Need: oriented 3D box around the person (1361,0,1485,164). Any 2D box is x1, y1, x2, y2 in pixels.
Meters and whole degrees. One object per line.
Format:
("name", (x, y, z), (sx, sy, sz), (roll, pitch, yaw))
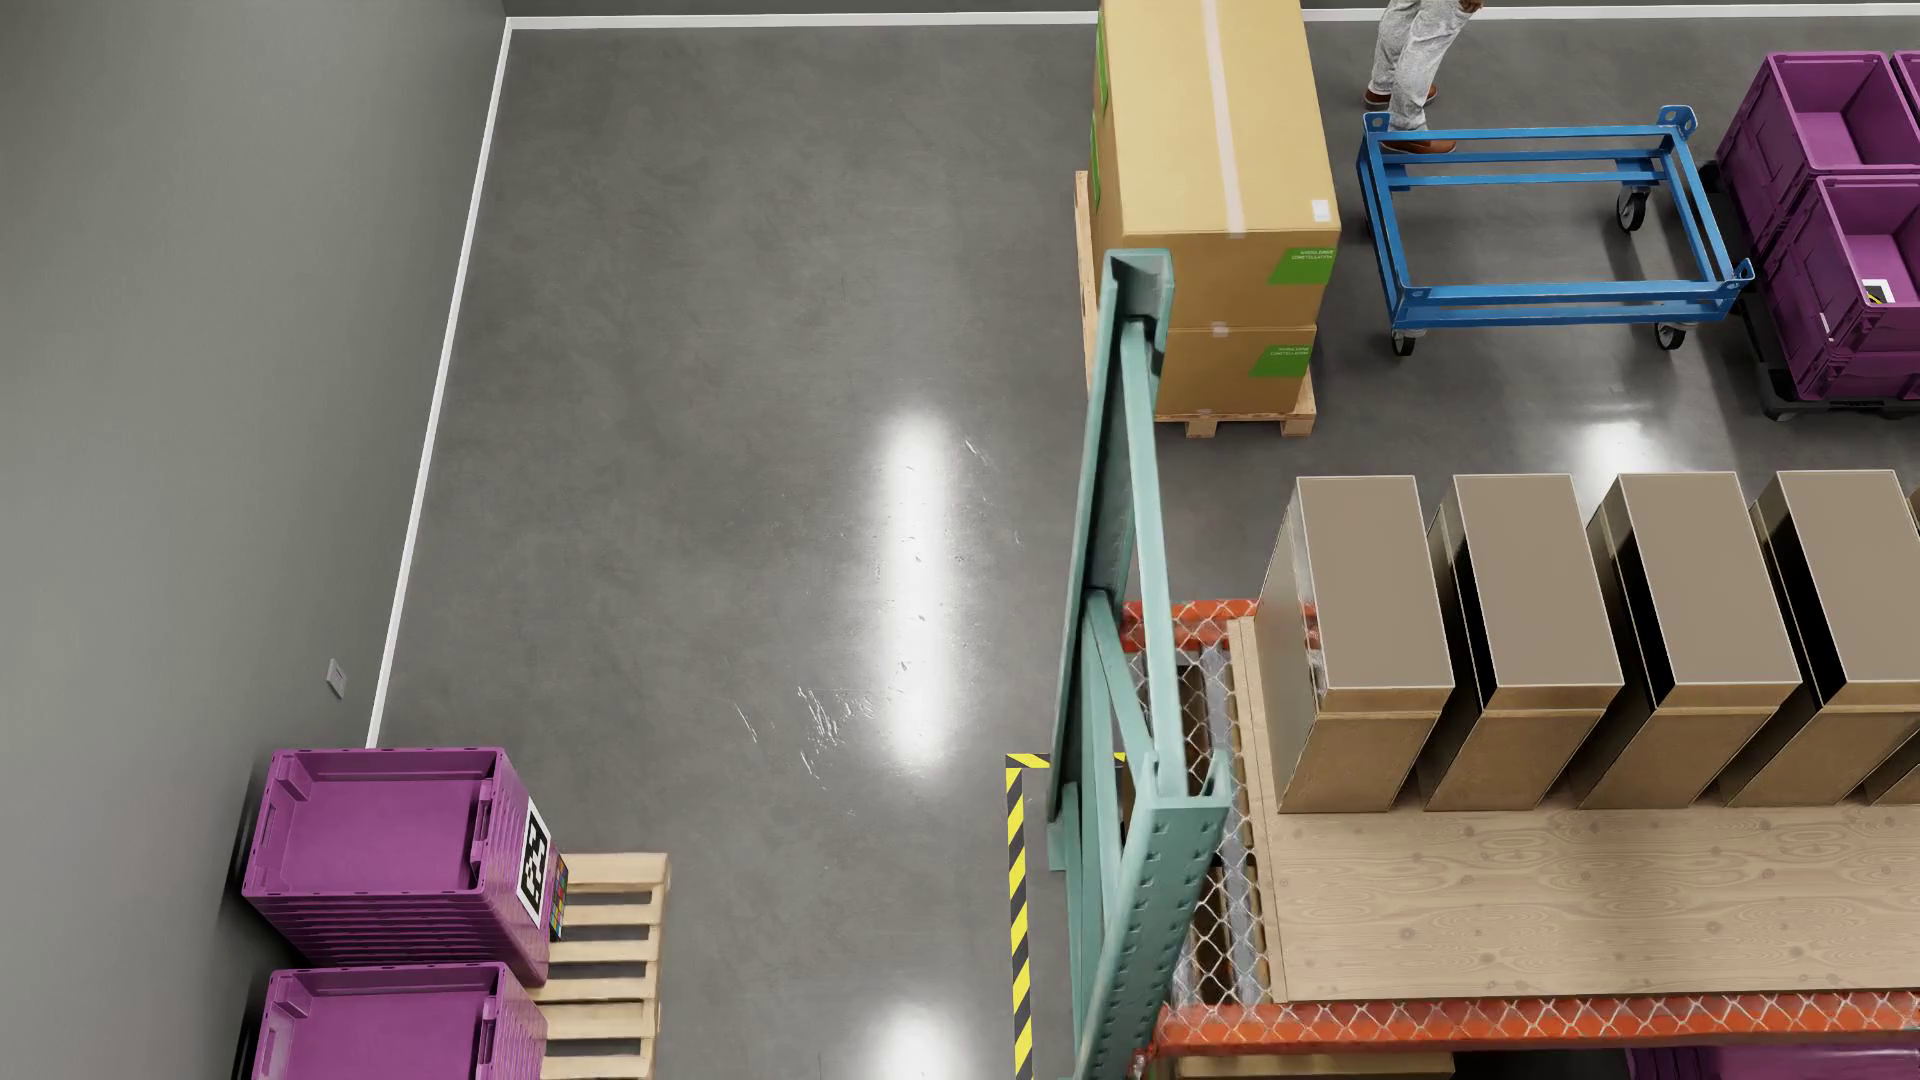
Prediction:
("person", (1.826, -2.234, 6.072), (0.361, 1.938, 0.635), (-3, 58, -2))
